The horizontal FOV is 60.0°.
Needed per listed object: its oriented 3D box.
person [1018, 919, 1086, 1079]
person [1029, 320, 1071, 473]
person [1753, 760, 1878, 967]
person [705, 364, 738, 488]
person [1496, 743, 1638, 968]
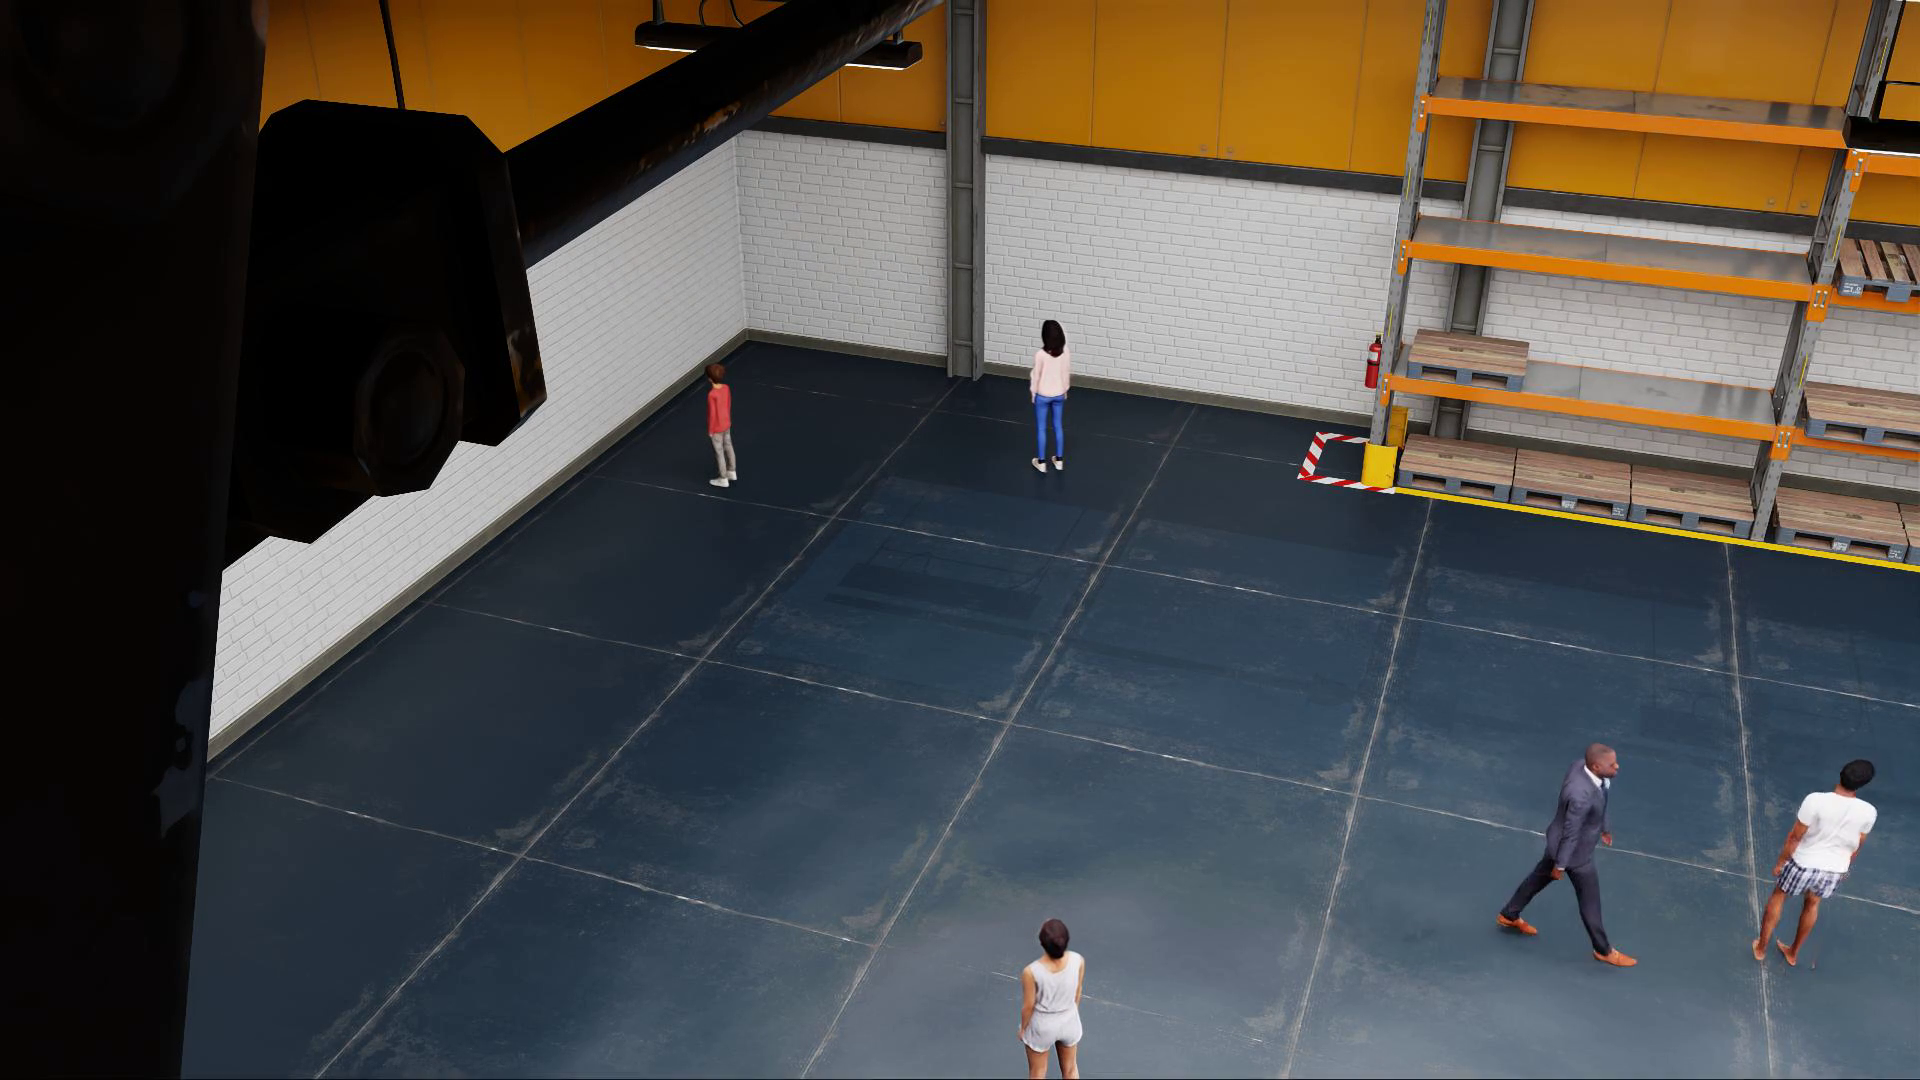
[{"bbox_3d":[0.569,2.983,10.284,0.657,1.605,0.724,-11,30,-19],"label":"person"},{"bbox_3d":[1.002,-1.606,18.529,0.698,1.766,0.770,-11,30,-19],"label":"person"},{"bbox_3d":[5.913,2.266,11.501,0.500,1.698,0.744,2,29,4],"label":"person"},{"bbox_3d":[-2.636,-1.273,18.282,0.495,1.417,0.543,14,32,24],"label":"person"},{"bbox_3d":[4.199,2.142,11.644,1.171,1.778,0.696,9,30,17],"label":"person"}]
